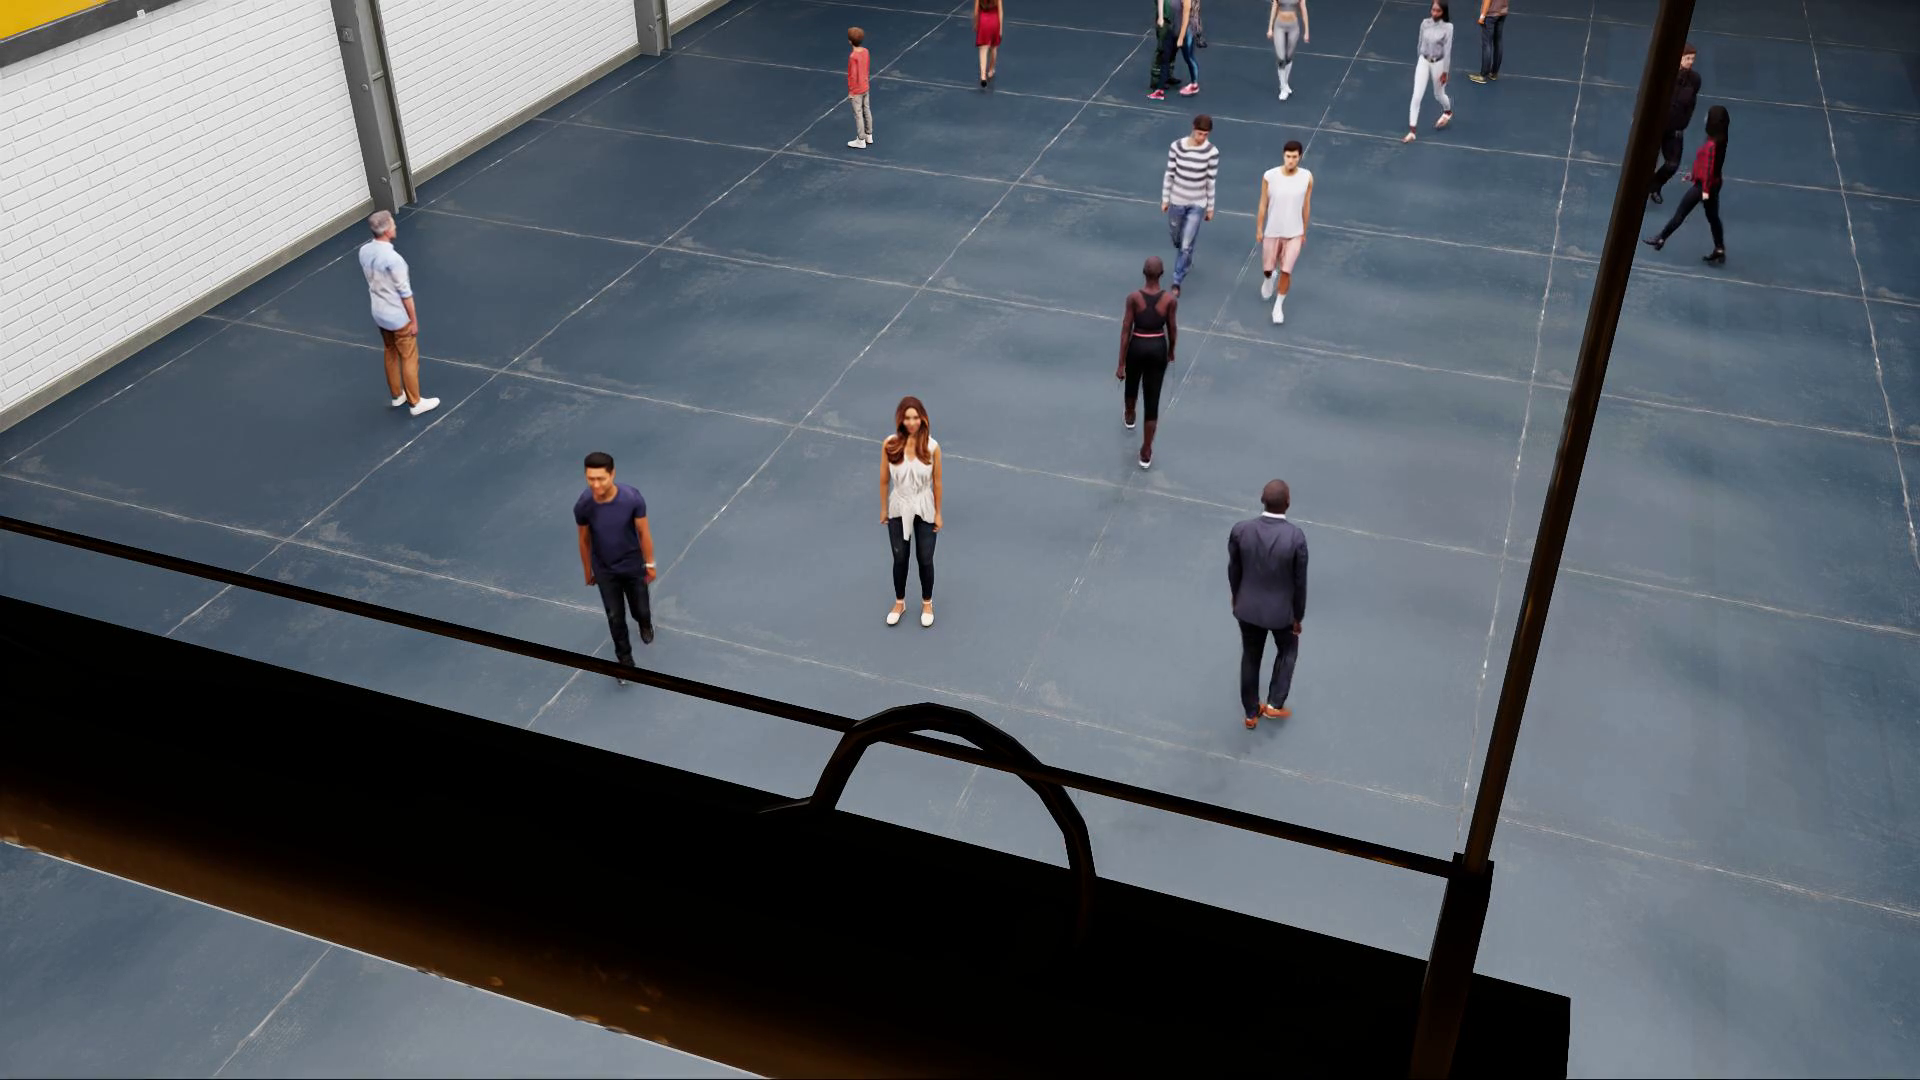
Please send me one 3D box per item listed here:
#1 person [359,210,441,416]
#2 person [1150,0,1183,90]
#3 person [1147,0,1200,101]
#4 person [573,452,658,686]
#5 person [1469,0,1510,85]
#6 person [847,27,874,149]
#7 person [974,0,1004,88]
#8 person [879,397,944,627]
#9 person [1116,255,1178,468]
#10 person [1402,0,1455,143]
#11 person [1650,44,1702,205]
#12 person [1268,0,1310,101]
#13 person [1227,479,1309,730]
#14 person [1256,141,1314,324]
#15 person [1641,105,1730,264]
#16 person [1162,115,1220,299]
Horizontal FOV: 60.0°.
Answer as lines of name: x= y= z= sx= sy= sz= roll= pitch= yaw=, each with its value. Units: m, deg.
person: x=-4.852 y=-1.945 z=14.265 sx=0.739 sy=1.823 sz=0.673 roll=21 pitch=39 yaw=28
person: x=2.713 y=-6.793 z=21.542 sx=0.773 sy=1.840 sz=0.633 roll=25 pitch=41 yaw=33
person: x=2.862 y=-6.447 z=21.172 sx=1.107 sy=1.675 sz=0.962 roll=-15 pitch=36 yaw=-21
person: x=-2.280 y=0.123 z=11.193 sx=0.837 sy=1.779 sz=0.937 roll=-3 pitch=34 yaw=-4
person: x=7.007 y=-6.891 z=21.745 sx=0.680 sy=1.779 sz=0.764 roll=-19 pitch=38 yaw=-26
person: x=-1.196 y=-5.402 z=19.832 sx=0.611 sy=1.417 sz=0.462 roll=18 pitch=38 yaw=25
person: x=0.357 y=-6.674 z=21.648 sx=0.727 sy=1.526 sz=1.097 roll=2 pitch=34 yaw=4
person: x=-0.333 y=-0.198 z=11.670 sx=0.644 sy=1.786 sz=0.602 roll=4 pitch=34 yaw=6
person: x=1.516 y=-1.428 z=13.585 sx=0.848 sy=1.714 sz=1.207 roll=2 pitch=34 yaw=4
person: x=5.721 y=-5.671 z=20.001 sx=0.911 sy=1.679 sz=1.239 roll=26 pitch=41 yaw=33
person: x=7.661 y=-4.539 z=18.169 sx=0.810 sy=1.820 sz=0.792 roll=0 pitch=34 yaw=0
person: x=4.165 y=-6.534 z=21.307 sx=0.793 sy=1.668 sz=0.937 roll=1 pitch=34 yaw=2
person: x=1.926 y=0.478 z=10.631 sx=0.739 sy=1.809 sz=0.677 roll=19 pitch=38 yaw=26
person: x=3.098 y=-2.982 z=15.871 sx=0.736 sy=1.772 sz=0.947 roll=5 pitch=34 yaw=8
person: x=7.676 y=-3.566 z=16.897 sx=0.835 sy=1.609 sz=1.074 roll=21 pitch=39 yaw=28
person: x=2.264 y=-3.347 z=16.388 sx=0.669 sy=1.806 sz=1.046 roll=13 pitch=36 yaw=19
